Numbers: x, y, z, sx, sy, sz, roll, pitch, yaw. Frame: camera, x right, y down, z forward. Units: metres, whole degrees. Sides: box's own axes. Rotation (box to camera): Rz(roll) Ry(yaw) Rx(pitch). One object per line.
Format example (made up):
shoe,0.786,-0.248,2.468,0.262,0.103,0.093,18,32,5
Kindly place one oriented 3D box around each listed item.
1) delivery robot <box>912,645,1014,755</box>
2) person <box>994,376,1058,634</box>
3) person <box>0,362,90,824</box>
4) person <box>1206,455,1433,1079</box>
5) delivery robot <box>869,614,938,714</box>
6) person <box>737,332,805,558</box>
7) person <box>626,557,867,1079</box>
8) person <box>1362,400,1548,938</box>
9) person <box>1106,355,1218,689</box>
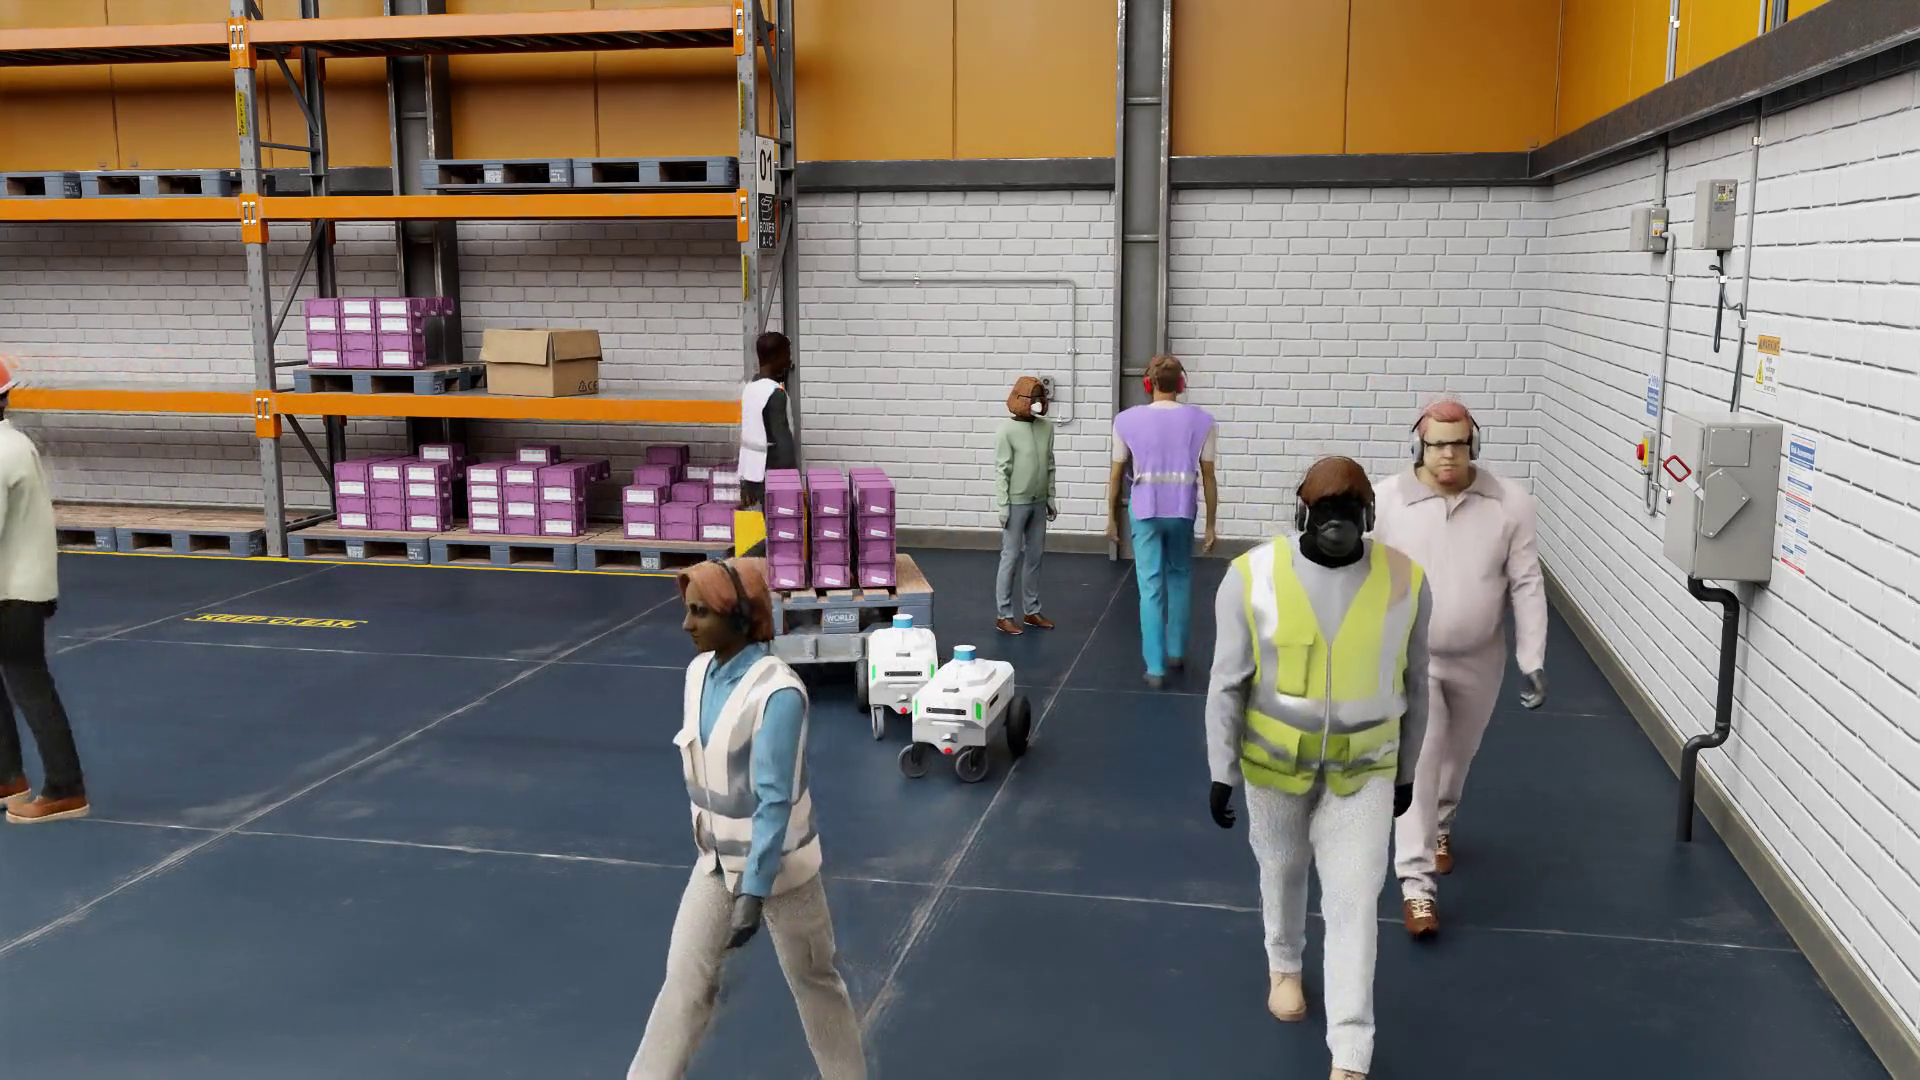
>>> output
delivery robot,0.022,0.731,7.688,0.477,0.478,0.707,2,10,14
person,0.415,-0.221,10.495,0.493,1.624,0.281,-9,13,-44
person,-4.000,0.211,6.839,0.701,1.967,0.661,-4,10,-20
person,1.030,0.647,4.798,0.633,1.796,0.992,2,10,9
delivery robot,-0.287,0.618,8.367,0.477,0.478,0.707,0,9,-2
person,-1.276,-0.397,10.749,0.754,1.896,0.611,-4,10,-22
person,-0.580,0.842,4.179,0.861,1.594,0.532,-8,12,-40
person,1.748,0.414,6.010,0.656,1.846,1.047,0,9,3
person,1.111,-0.118,9.299,0.578,1.812,0.781,-1,9,-4
